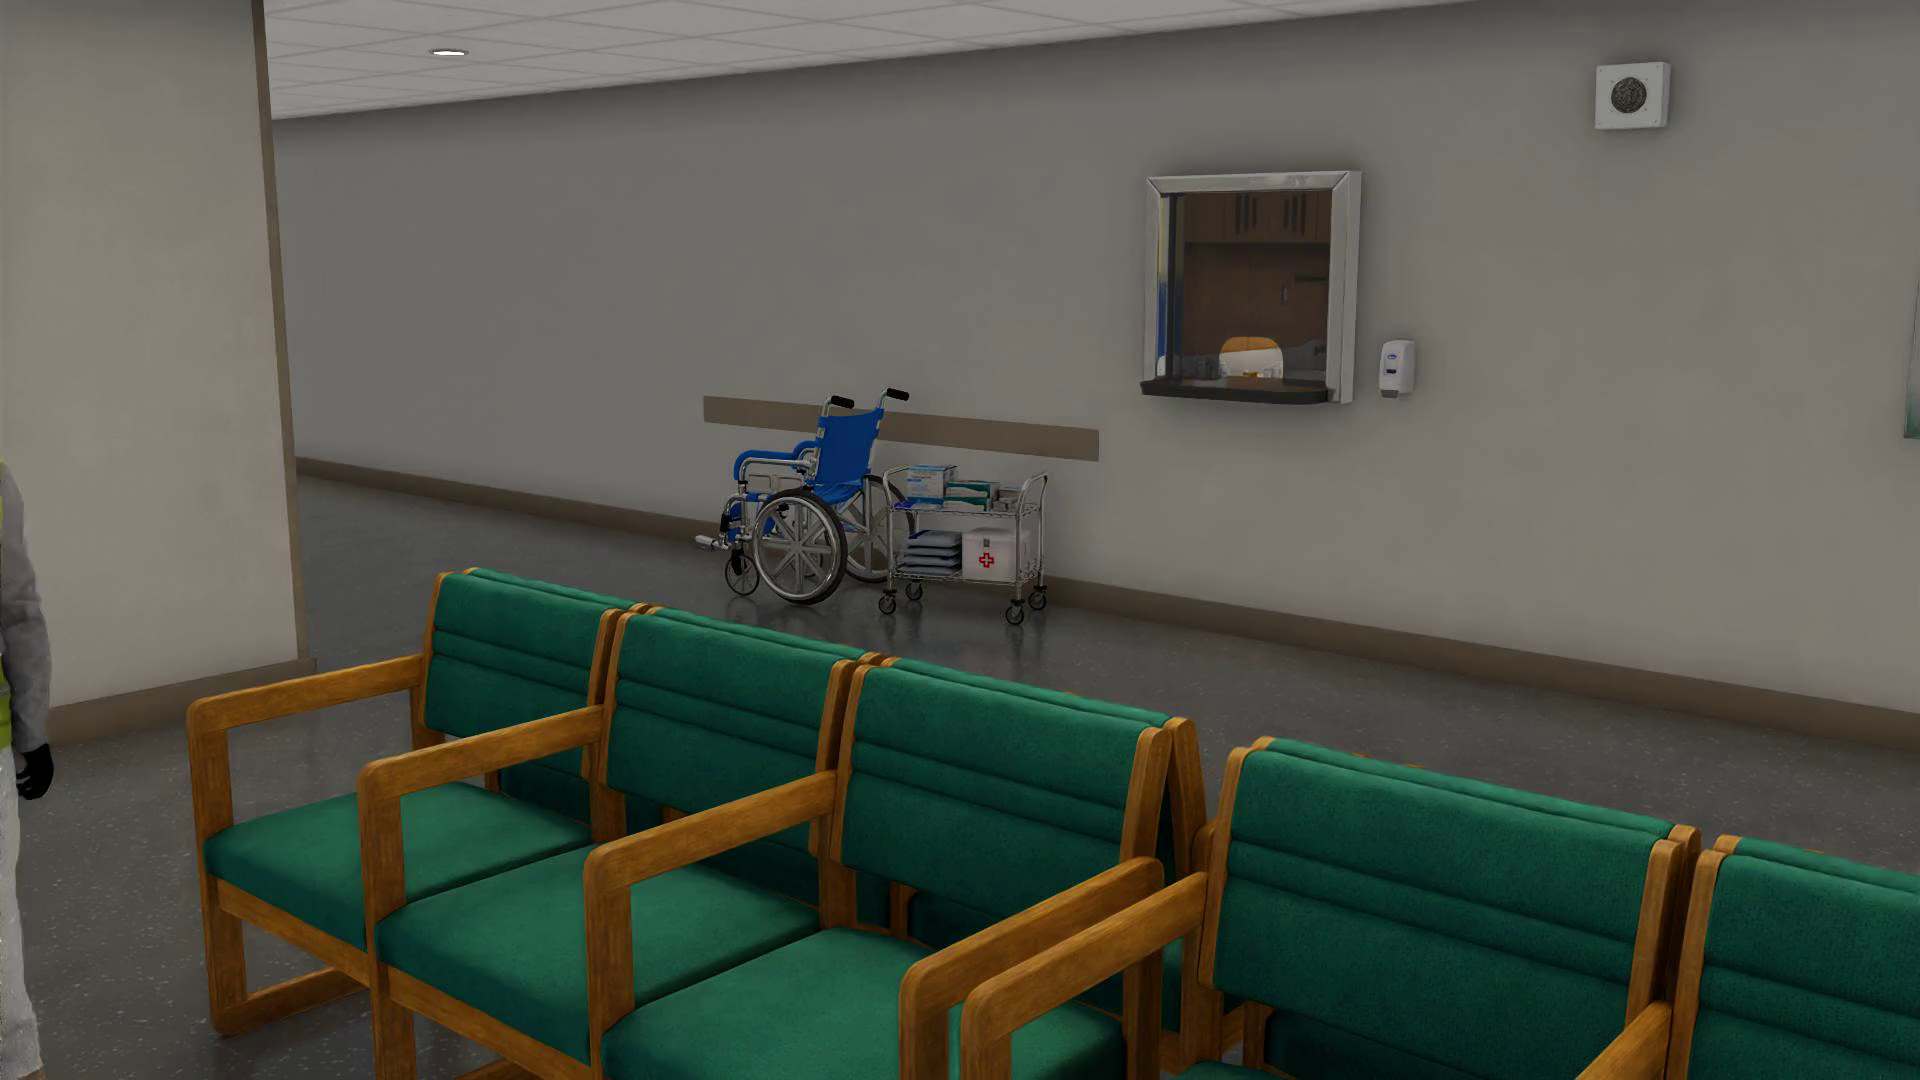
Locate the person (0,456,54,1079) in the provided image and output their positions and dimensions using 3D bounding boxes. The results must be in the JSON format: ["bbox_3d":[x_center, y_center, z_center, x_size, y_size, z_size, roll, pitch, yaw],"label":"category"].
[{"bbox_3d":[-2.246,0.448,3.499,0.648,1.830,0.431,-9,14,-43],"label":"person"}]
